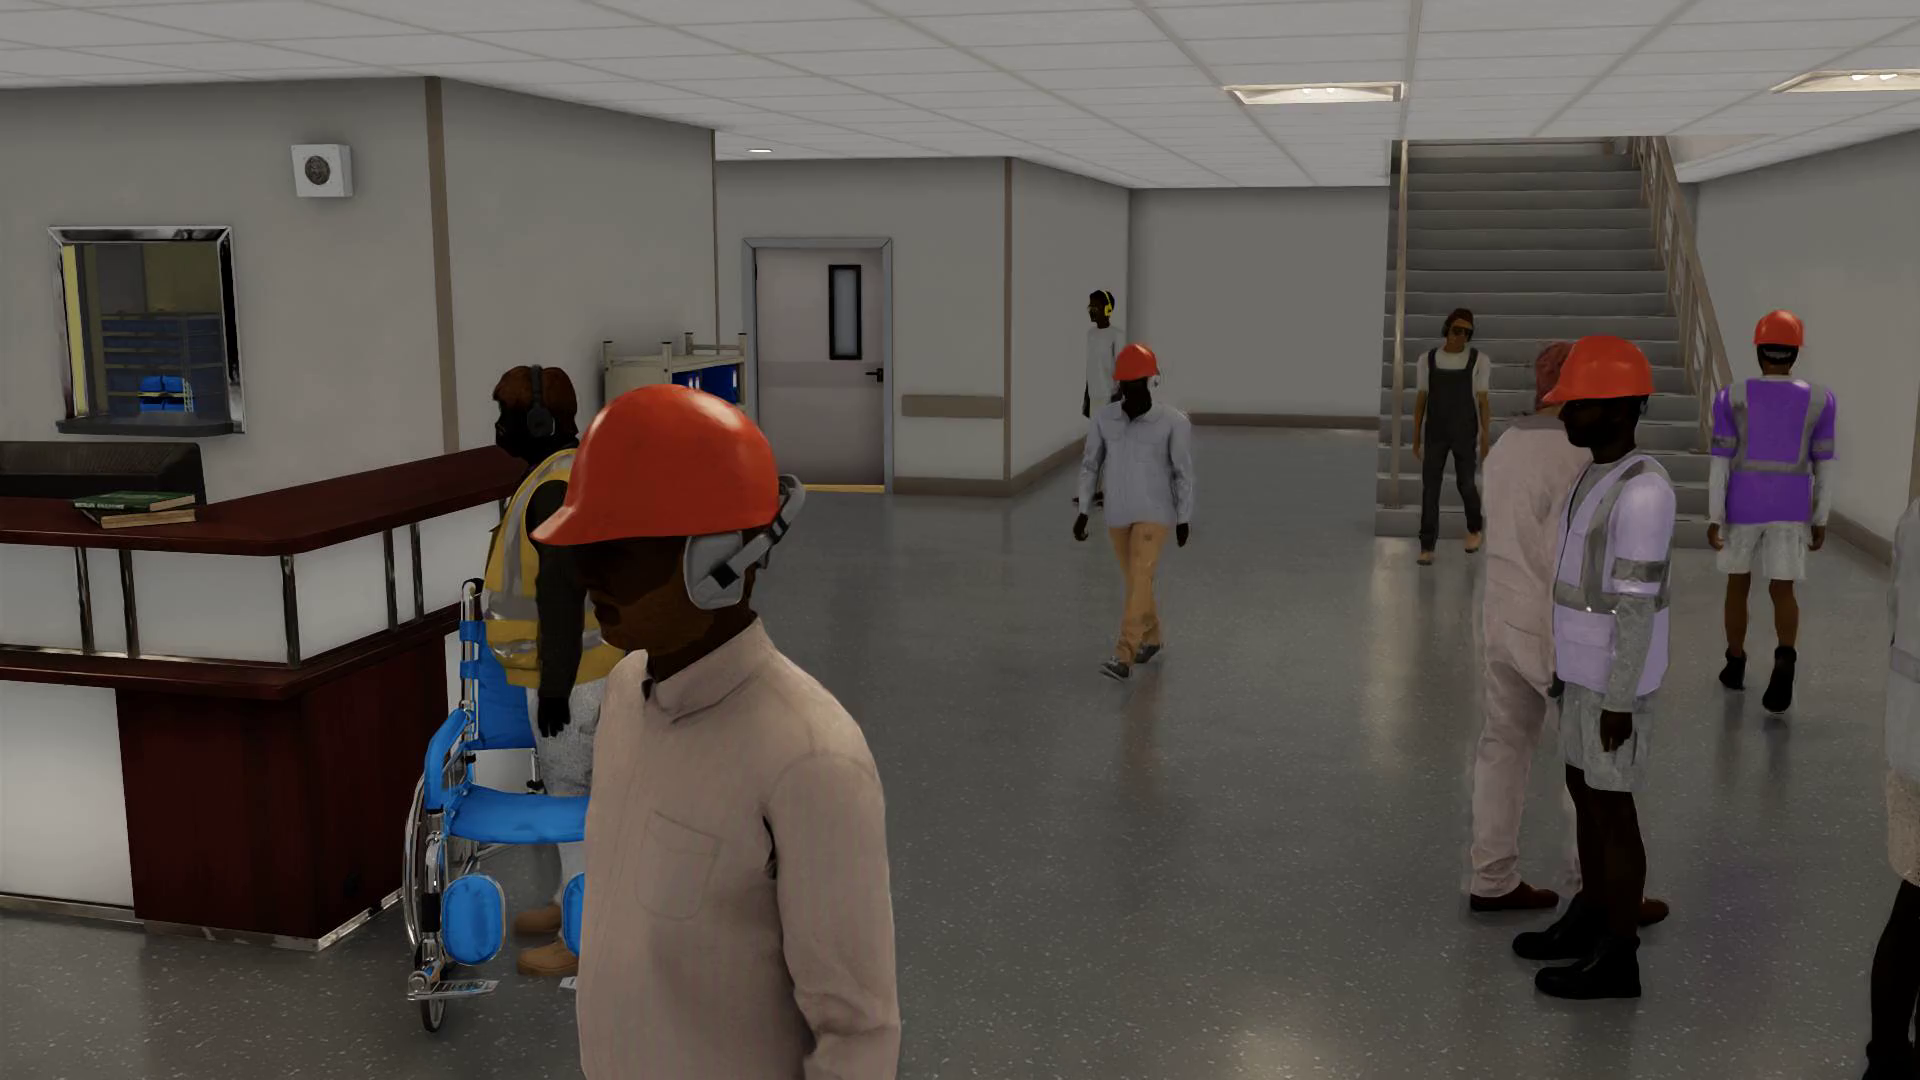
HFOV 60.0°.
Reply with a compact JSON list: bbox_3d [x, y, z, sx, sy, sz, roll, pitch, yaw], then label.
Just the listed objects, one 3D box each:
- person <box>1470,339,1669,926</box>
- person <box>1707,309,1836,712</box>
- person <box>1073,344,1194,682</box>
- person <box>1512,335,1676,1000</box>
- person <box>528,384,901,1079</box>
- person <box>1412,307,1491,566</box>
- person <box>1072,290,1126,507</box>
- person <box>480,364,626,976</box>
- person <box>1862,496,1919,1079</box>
[{"bbox_3d":[2.011,0.303,5.361,0.699,1.885,0.663,-1,10,-8],"label":"person"},{"bbox_3d":[3.882,-0.142,7.971,0.555,1.910,0.867,3,10,17],"label":"person"},{"bbox_3d":[0.872,-0.146,8.535,0.561,1.702,0.902,6,11,32],"label":"person"},{"bbox_3d":[1.852,0.373,4.859,0.380,1.931,0.545,1,10,5],"label":"person"},{"bbox_3d":[-0.329,0.793,2.175,0.390,1.992,0.624,-7,12,-37],"label":"person"},{"bbox_3d":[3.511,-0.756,11.859,0.518,1.814,0.854,4,11,25],"label":"person"},{"bbox_3d":[1.231,-1.219,14.388,0.334,1.873,0.517,-6,11,-32],"label":"person"},{"bbox_3d":[-1.229,0.384,5.071,0.429,1.836,0.628,-3,10,-15],"label":"person"},{"bbox_3d":[2.382,0.517,3.904,0.382,1.959,0.660,1,10,6],"label":"person"}]
